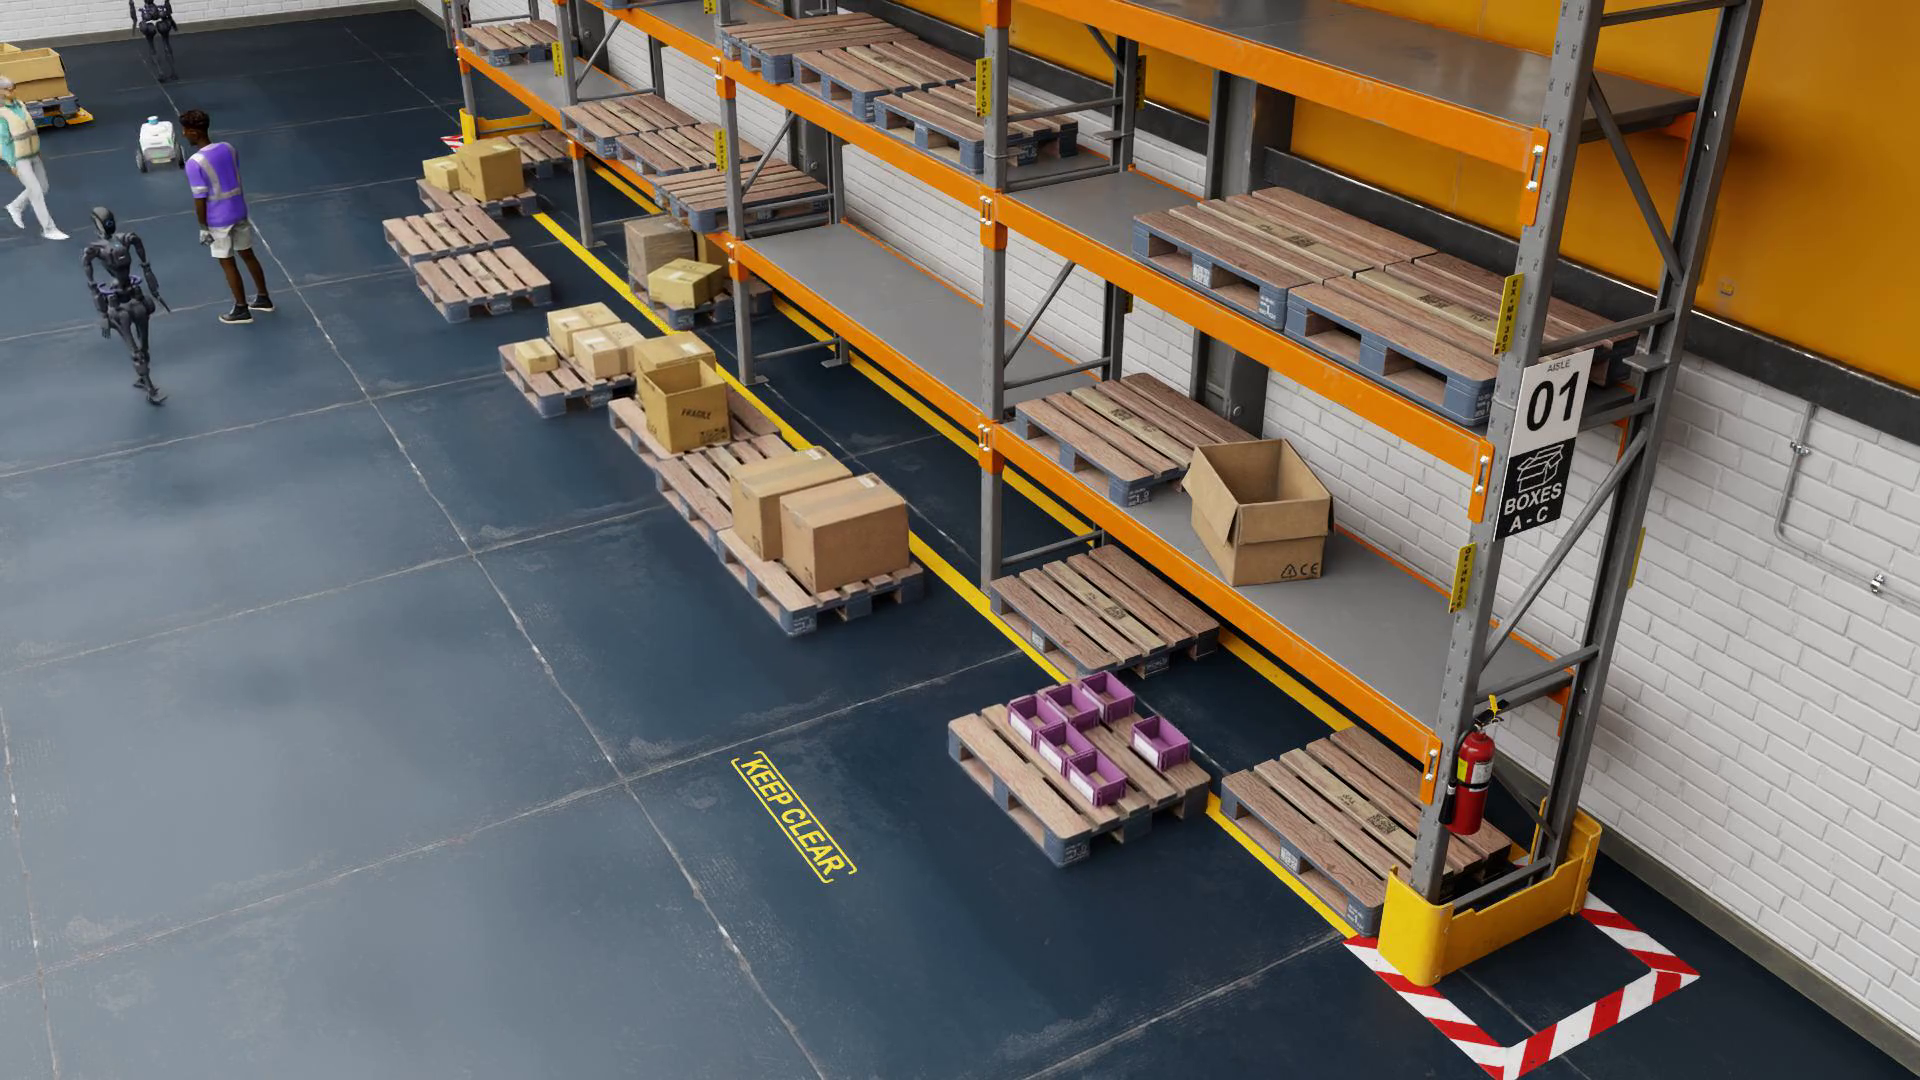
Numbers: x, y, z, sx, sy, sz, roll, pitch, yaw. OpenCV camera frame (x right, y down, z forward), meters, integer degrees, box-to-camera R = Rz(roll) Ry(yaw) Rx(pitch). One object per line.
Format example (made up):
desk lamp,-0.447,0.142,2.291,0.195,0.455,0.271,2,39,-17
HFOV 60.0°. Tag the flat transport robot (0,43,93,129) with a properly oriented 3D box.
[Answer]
flat transport robot,-11.835,-5.331,21.043,1.431,0.231,0.659,-22,36,-34

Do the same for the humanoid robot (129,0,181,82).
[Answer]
humanoid robot,-11.060,-7.125,22.785,0.312,1.658,0.611,24,37,36

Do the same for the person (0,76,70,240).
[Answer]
person,-9.692,-3.933,17.135,0.656,1.690,0.473,3,30,6

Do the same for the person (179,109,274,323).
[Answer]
person,-6.715,-2.944,15.131,0.393,1.954,0.616,9,31,15

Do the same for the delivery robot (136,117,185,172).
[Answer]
delivery robot,-9.427,-4.666,19.587,0.522,0.602,0.773,-11,31,-19

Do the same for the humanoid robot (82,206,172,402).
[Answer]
humanoid robot,-6.778,-1.935,13.641,0.694,1.636,0.591,17,34,27
